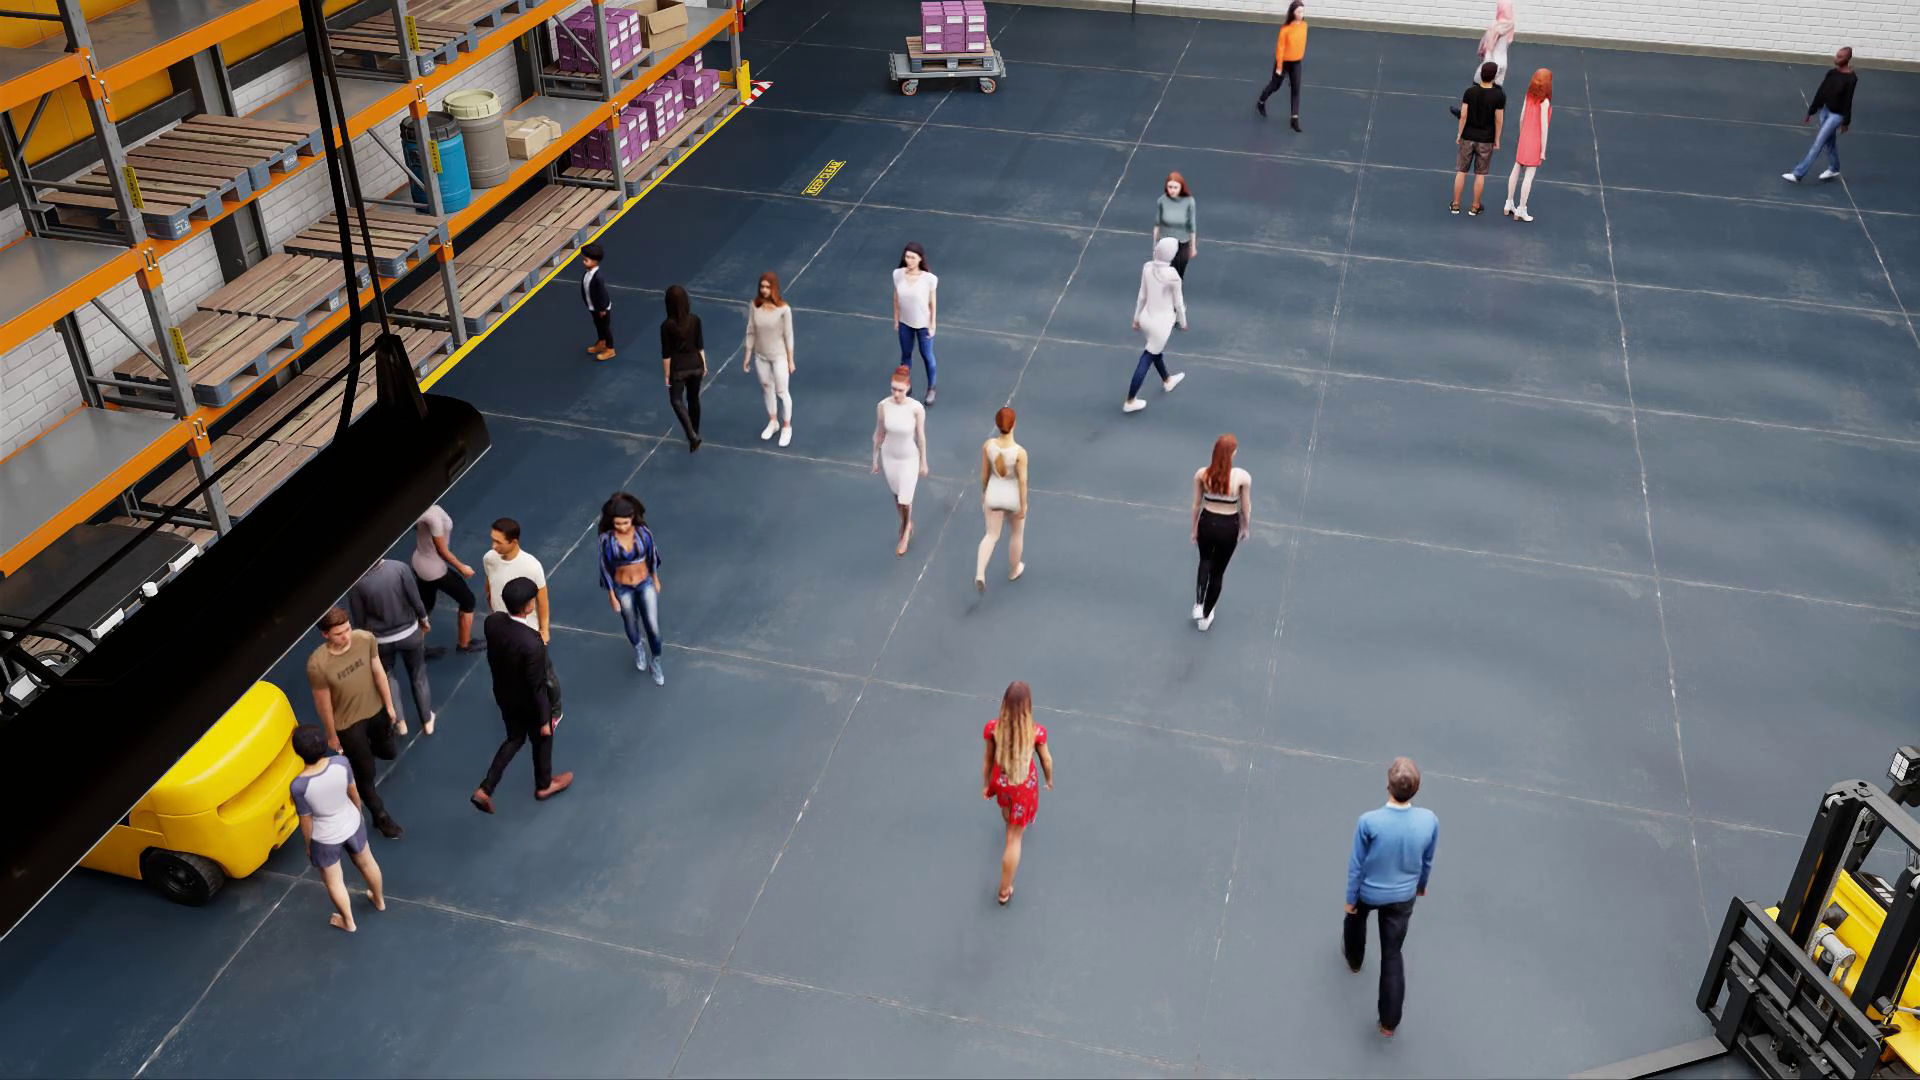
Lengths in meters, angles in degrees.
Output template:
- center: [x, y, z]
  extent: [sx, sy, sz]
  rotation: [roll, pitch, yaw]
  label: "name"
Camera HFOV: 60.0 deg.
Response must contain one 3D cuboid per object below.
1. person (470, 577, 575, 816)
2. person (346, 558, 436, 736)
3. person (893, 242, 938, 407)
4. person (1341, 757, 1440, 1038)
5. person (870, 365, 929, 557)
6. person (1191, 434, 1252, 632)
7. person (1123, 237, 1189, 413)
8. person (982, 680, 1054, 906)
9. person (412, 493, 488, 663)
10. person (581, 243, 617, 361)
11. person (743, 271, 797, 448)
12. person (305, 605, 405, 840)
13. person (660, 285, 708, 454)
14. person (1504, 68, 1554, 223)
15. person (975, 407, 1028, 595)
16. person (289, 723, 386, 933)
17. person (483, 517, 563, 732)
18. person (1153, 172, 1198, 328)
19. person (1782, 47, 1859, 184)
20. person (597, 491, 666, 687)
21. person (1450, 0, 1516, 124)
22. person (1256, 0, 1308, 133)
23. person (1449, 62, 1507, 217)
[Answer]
- center: [-2.987, 1.090, 11.050]
  extent: [0.988, 1.858, 1.141]
  rotation: [21, 39, 28]
  label: "person"
- center: [-3.980, 0.711, 11.710]
  extent: [0.794, 1.758, 0.838]
  rotation: [-10, 35, -15]
  label: "person"
- center: [-0.420, -2.077, 15.978]
  extent: [0.605, 1.678, 0.556]
  rotation: [12, 35, 17]
  label: "person"
- center: [2.480, 2.078, 9.631]
  extent: [0.867, 1.783, 1.220]
  rotation: [1, 34, 2]
  label: "person"
- center: [-0.444, -0.687, 13.793]
  extent: [0.625, 1.780, 0.672]
  rotation: [12, 35, 18]
  label: "person"
- center: [1.973, -0.008, 12.816]
  extent: [0.613, 1.732, 0.615]
  rotation: [11, 35, 17]
  label: "person"
- center: [1.789, -1.994, 15.799]
  extent: [1.148, 1.737, 1.042]
  rotation: [-23, 40, -30]
  label: "person"
- center: [0.328, 1.623, 10.531]
  extent: [0.614, 1.545, 1.071]
  rotation: [7, 34, 10]
  label: "person"
- center: [-3.979, 0.266, 12.426]
  extent: [0.945, 1.708, 0.871]
  rotation: [-25, 41, -32]
  label: "person"
- center: [-3.684, -2.440, 16.932]
  extent: [0.627, 1.226, 0.579]
  rotation: [-21, 39, -29]
  label: "person"
- center: [-1.743, -1.730, 15.434]
  extent: [0.625, 1.701, 0.603]
  rotation: [12, 35, 18]
  label: "person"
- center: [-4.043, 1.133, 11.008]
  extent: [0.938, 1.832, 1.017]
  rotation: [24, 40, 31]
  label: "person"
- center: [-2.476, -1.523, 15.188]
  extent: [0.852, 1.628, 0.922]
  rotation: [-16, 37, -23]
  label: "person"
- center: [6.786, -4.707, 19.799]
  extent: [0.721, 1.828, 0.625]
  rotation: [-12, 35, -17]
  label: "person"
- center: [0.314, -0.276, 13.321]
  extent: [0.623, 1.620, 0.913]
  rotation: [15, 36, 21]
  label: "person"
- center: [-3.879, 1.768, 10.295]
  extent: [0.704, 1.565, 0.589]
  rotation: [25, 41, 32]
  label: "person"
- center: [-3.123, 0.592, 11.854]
  extent: [0.670, 1.798, 0.571]
  rotation: [13, 36, 18]
  label: "person"
- center: [2.248, -3.076, 17.439]
  extent: [0.623, 1.725, 0.660]
  rotation: [12, 35, 17]
  label: "person"
- center: [10.961, -5.293, 20.791]
  extent: [1.078, 1.705, 1.150]
  rotation: [-10, 35, -15]
  label: "person"
- center: [-2.464, 0.311, 12.446]
  extent: [0.776, 1.610, 0.830]
  rotation: [-9, 35, -13]
  label: "person"
- center: [7.187, -6.269, 22.207]
  extent: [1.102, 1.762, 1.178]
  rotation: [-17, 37, -24]
  label: "person"
- center: [4.385, -6.444, 22.526]
  extent: [1.124, 1.702, 1.208]
  rotation: [-16, 37, -23]
  label: "person"
- center: [6.195, -4.812, 19.927]
  extent: [0.692, 1.862, 0.613]
  rotation: [12, 36, 18]
  label: "person"
